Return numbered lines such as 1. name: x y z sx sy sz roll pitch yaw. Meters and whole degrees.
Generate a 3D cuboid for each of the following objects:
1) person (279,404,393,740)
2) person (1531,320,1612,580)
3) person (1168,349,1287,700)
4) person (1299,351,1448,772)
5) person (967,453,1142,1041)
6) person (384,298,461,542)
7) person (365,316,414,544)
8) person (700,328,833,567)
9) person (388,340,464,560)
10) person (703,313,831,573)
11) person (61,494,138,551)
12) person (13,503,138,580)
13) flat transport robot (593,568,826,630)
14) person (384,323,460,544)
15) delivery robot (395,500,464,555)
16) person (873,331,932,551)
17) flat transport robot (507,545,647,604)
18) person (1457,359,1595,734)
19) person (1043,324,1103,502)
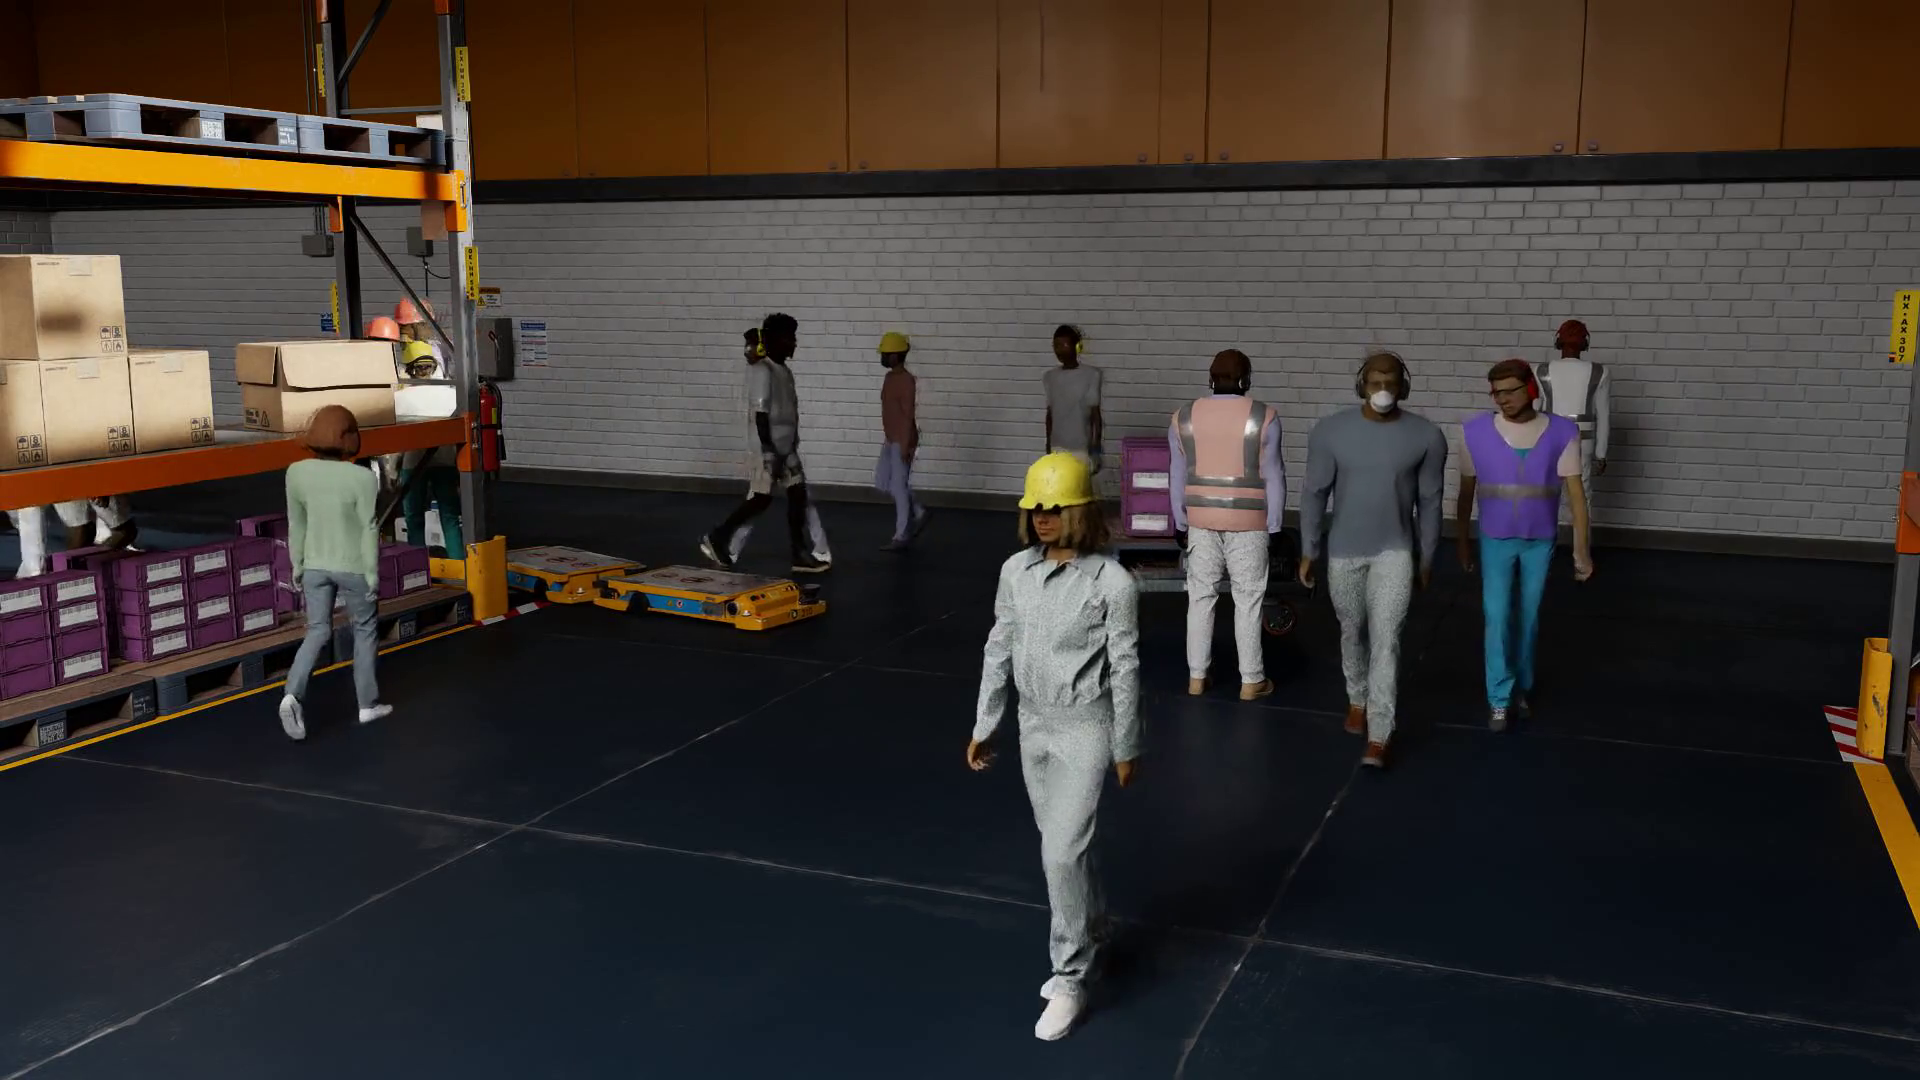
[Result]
1. person: -3.040 0.151 8.028 0.507 1.605 0.714 2 10 10
2. person: 4.384 -0.644 12.035 0.597 1.880 0.346 3 10 16
3. person: 1.413 -0.080 8.747 0.619 1.838 0.430 4 10 25
4. person: 1.916 0.065 7.750 0.638 1.890 1.038 3 10 20
5. person: 0.265 0.600 4.992 0.495 1.722 0.652 9 13 43
6. person: -4.414 -0.947 13.470 0.809 2.002 0.649 -3 10 -17
7. person: -4.289 -0.687 12.241 0.550 1.910 0.698 0 9 0
8. person: -1.433 -0.676 12.445 1.002 1.801 0.538 -1 9 -4
9. person: -3.684 -0.492 11.483 0.533 1.759 0.343 -7 12 -36
10. person: -1.439 -0.711 12.272 0.888 1.933 0.602 3 10 17
11. person: -5.359 -0.425 10.248 0.644 2.029 0.422 8 12 40
12. person: -6.339 -0.558 11.727 0.632 1.812 0.861 9 13 42
13. flat transport robot: -1.636 0.359 10.815 1.431 0.197 0.652 6 11 32
14. person: -4.314 -0.790 13.093 0.839 1.810 0.558 -6 11 -31
15. delivery robot: -3.796 -0.047 12.136 0.707 0.478 0.477 7 11 35
16. person: -0.472 -0.785 13.248 0.427 1.751 0.551 -4 10 -20
17. flat transport robot: -2.838 0.222 11.646 1.431 0.197 0.652 9 13 44
18. person: 2.750 0.033 8.117 0.619 1.804 0.768 2 10 10
19. person: 0.875 -0.699 12.490 0.519 1.844 0.733 4 10 24
